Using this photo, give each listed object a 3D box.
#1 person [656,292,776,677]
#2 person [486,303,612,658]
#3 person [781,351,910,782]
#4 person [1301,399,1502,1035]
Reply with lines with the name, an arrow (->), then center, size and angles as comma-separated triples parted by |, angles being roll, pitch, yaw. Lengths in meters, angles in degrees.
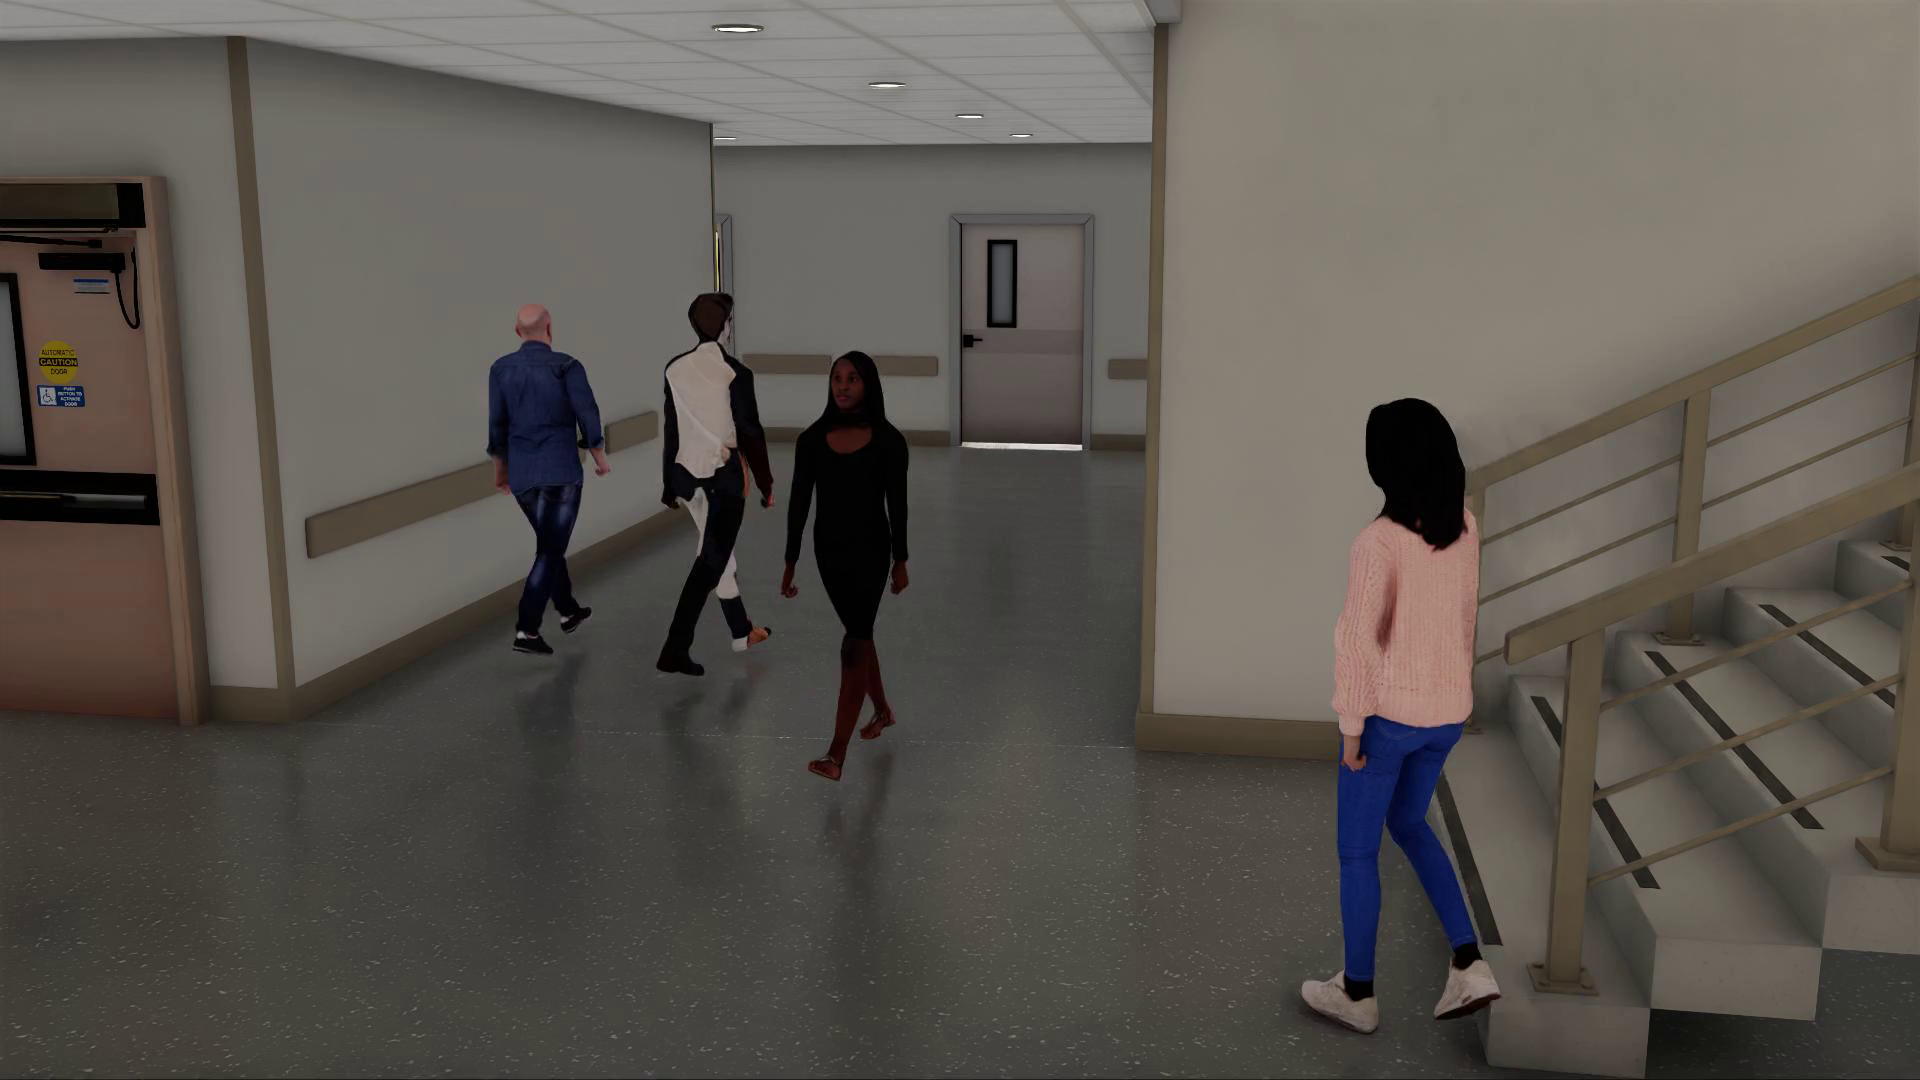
person -> -1.260, -0.231, 8.116 | 1.263, 1.846, 1.076 | 7, 13, 31
person -> -2.139, -0.263, 8.467 | 1.168, 1.778, 0.861 | 3, 11, 16
person -> -0.417, 0.108, 6.831 | 1.182, 1.659, 0.805 | 3, 11, 17
person -> 1.257, 0.508, 4.467 | 0.886, 1.755, 0.934 | -7, 13, -33
